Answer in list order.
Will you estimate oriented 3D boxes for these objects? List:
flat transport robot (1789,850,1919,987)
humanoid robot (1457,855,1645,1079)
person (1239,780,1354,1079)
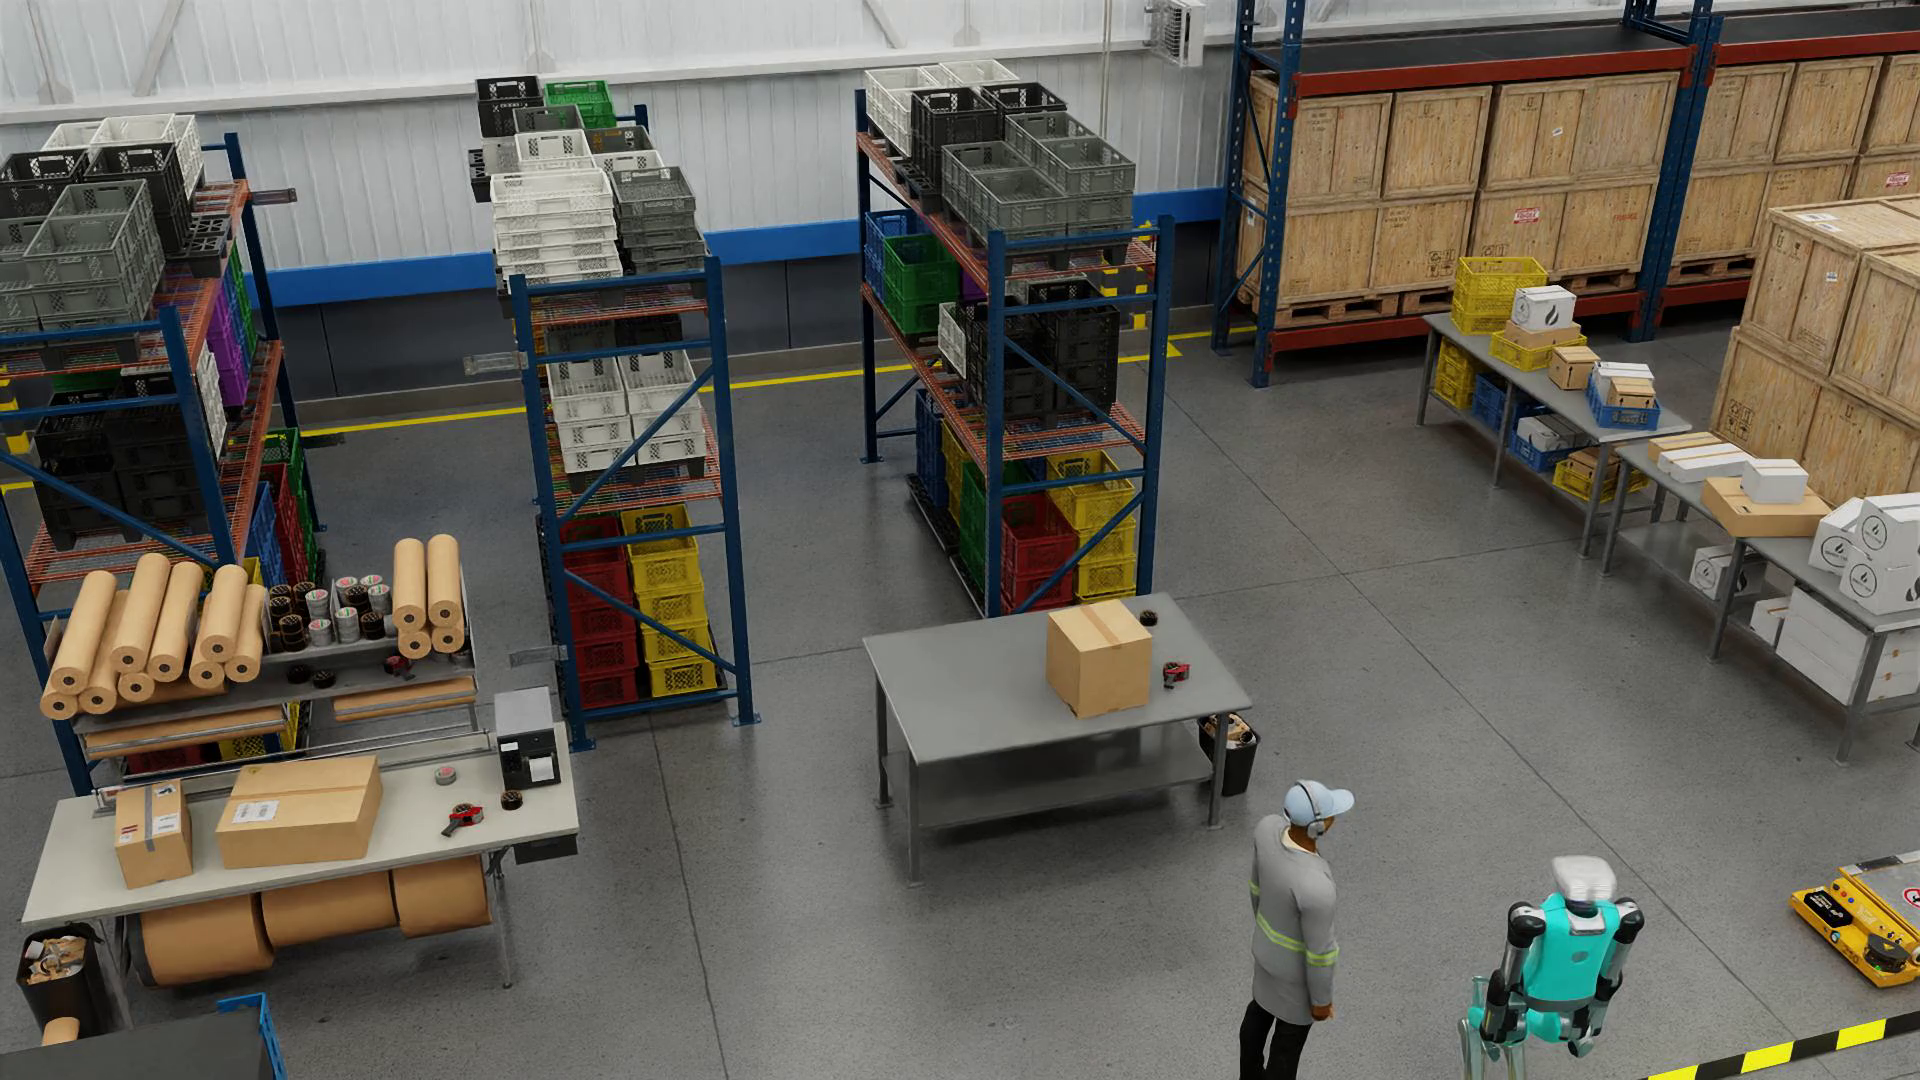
[{"bbox_3d":[5.163,1.916,8.676,1.431,0.231,0.659,-8,30,-14],"label":"flat transport robot"},{"bbox_3d":[2.405,1.892,7.054,0.533,1.677,0.735,-2,29,-4],"label":"humanoid robot"},{"bbox_3d":[1.452,1.807,7.230,0.366,1.852,0.589,-9,30,-16],"label":"person"}]
